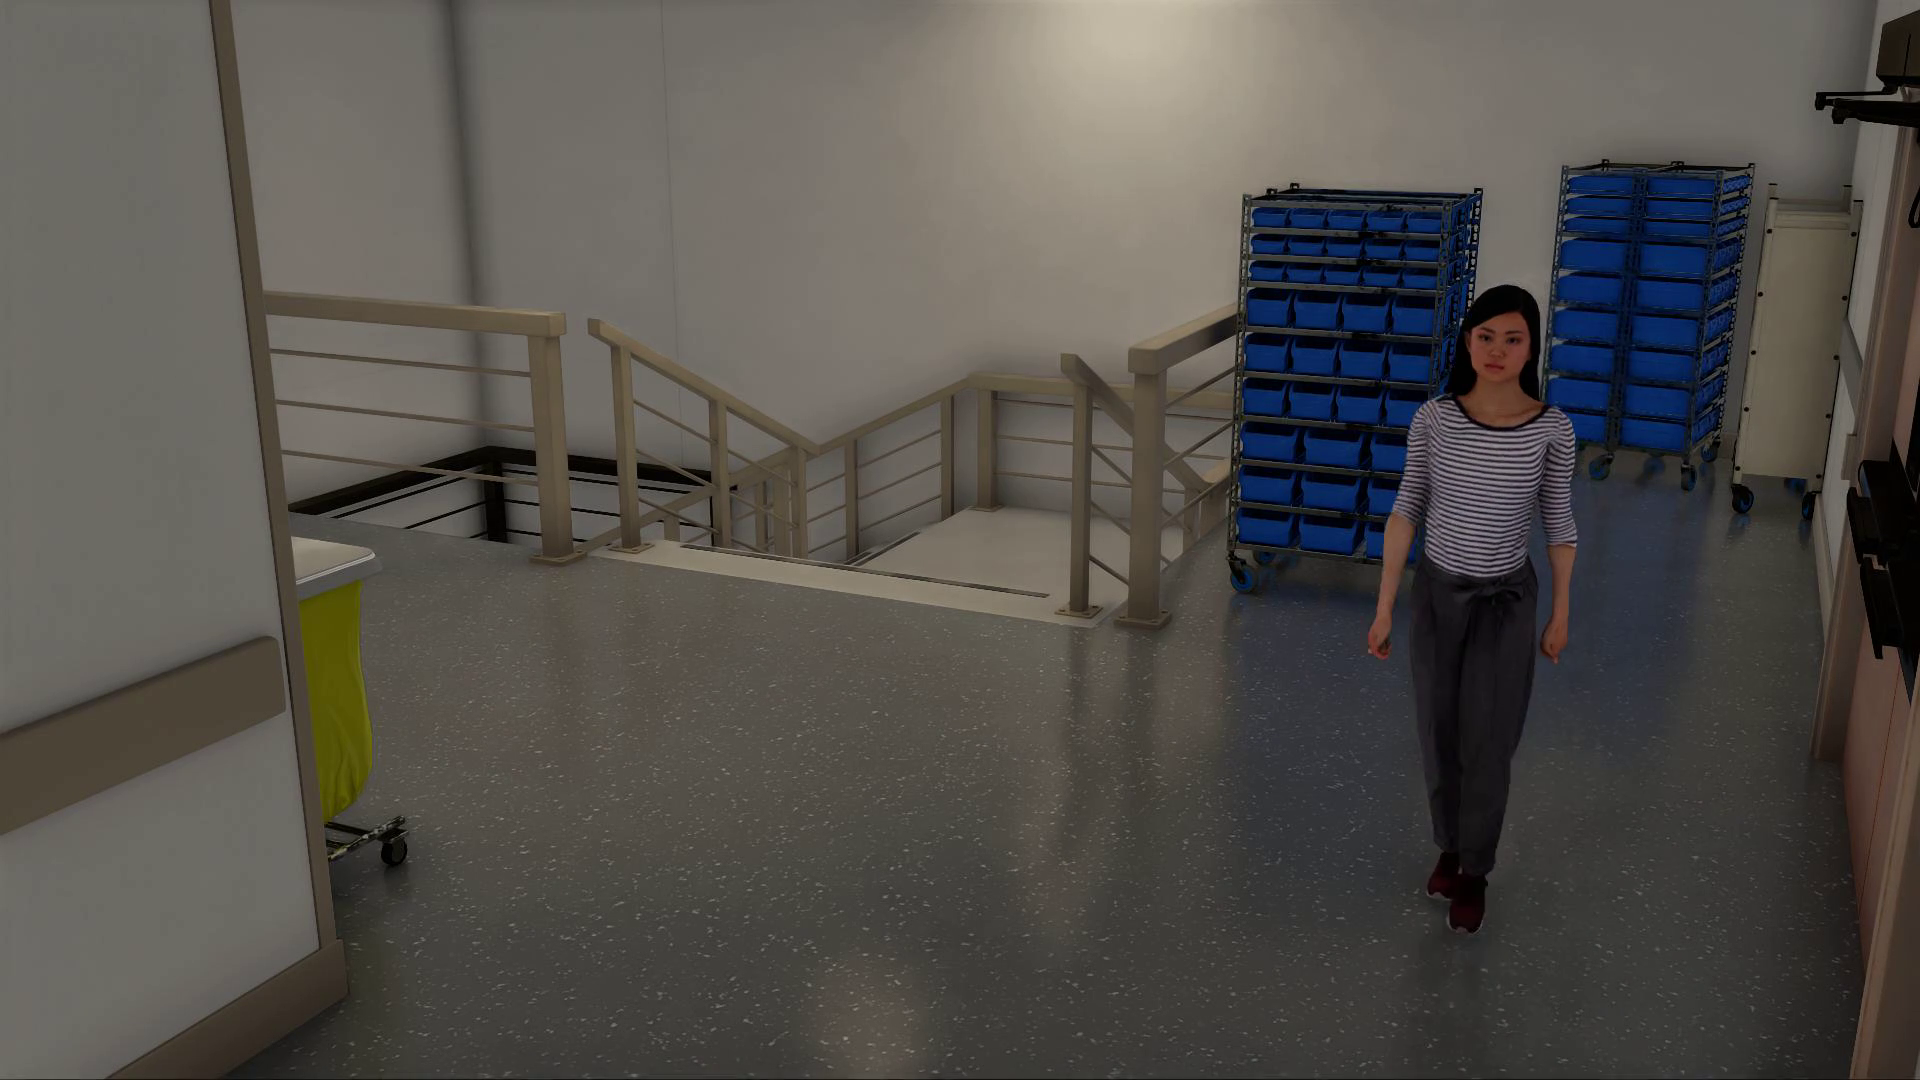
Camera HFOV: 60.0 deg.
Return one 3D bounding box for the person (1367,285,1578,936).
[{"bbox_3d":[1.410,0.168,4.501,0.645,1.718,0.692,10,18,31],"label":"person"}]
